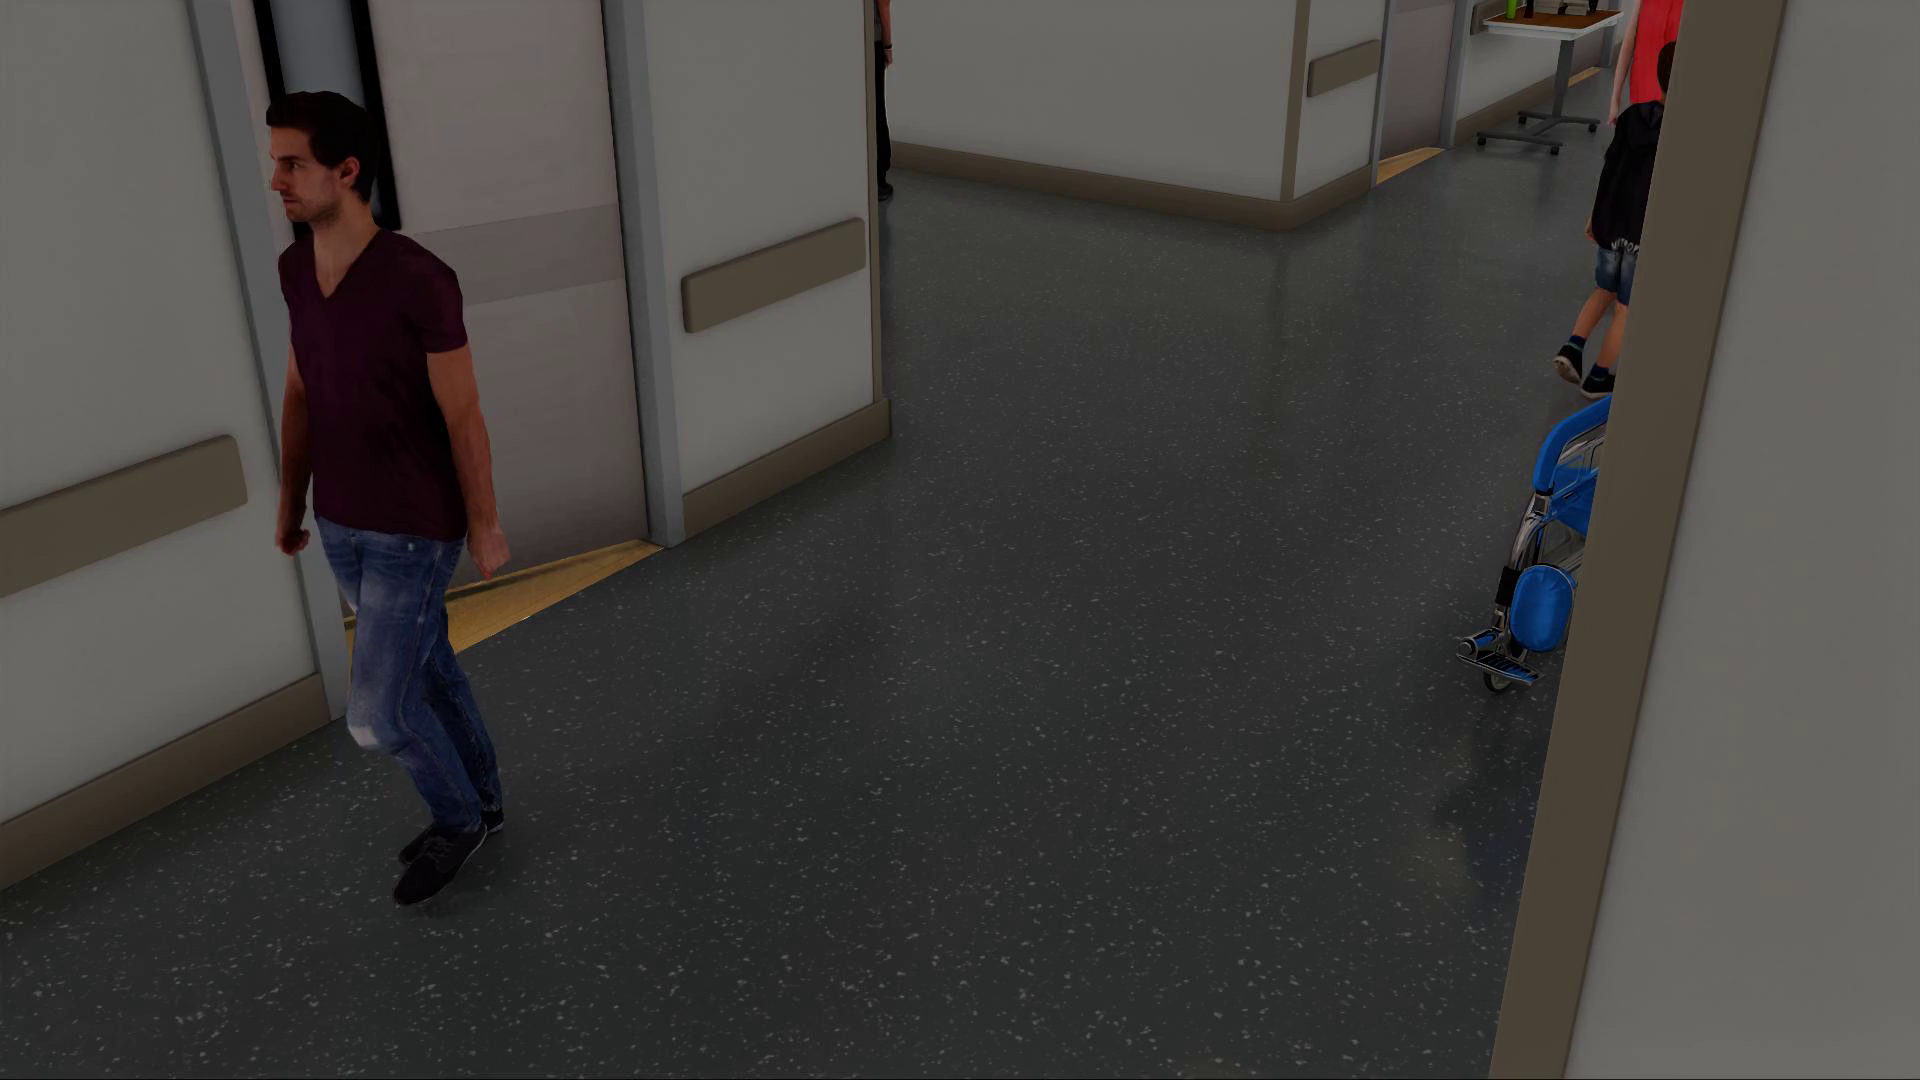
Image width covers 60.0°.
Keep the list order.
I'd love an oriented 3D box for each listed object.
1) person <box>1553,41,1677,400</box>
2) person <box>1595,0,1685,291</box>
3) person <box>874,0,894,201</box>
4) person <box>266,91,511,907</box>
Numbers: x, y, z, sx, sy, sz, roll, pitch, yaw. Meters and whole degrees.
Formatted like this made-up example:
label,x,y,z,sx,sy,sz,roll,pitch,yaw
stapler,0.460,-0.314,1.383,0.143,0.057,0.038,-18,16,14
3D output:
label,x,y,z,sx,sy,sz,roll,pitch,yaw
person,2.634,-1.225,6.575,0.744,1.432,0.670,-21,33,-36
person,3.432,-2.117,8.027,1.232,1.778,0.771,-23,34,-39
person,-0.631,-2.845,9.566,0.699,1.754,0.736,-2,26,-4
person,-1.206,-0.082,3.741,0.665,1.837,0.673,18,31,33
